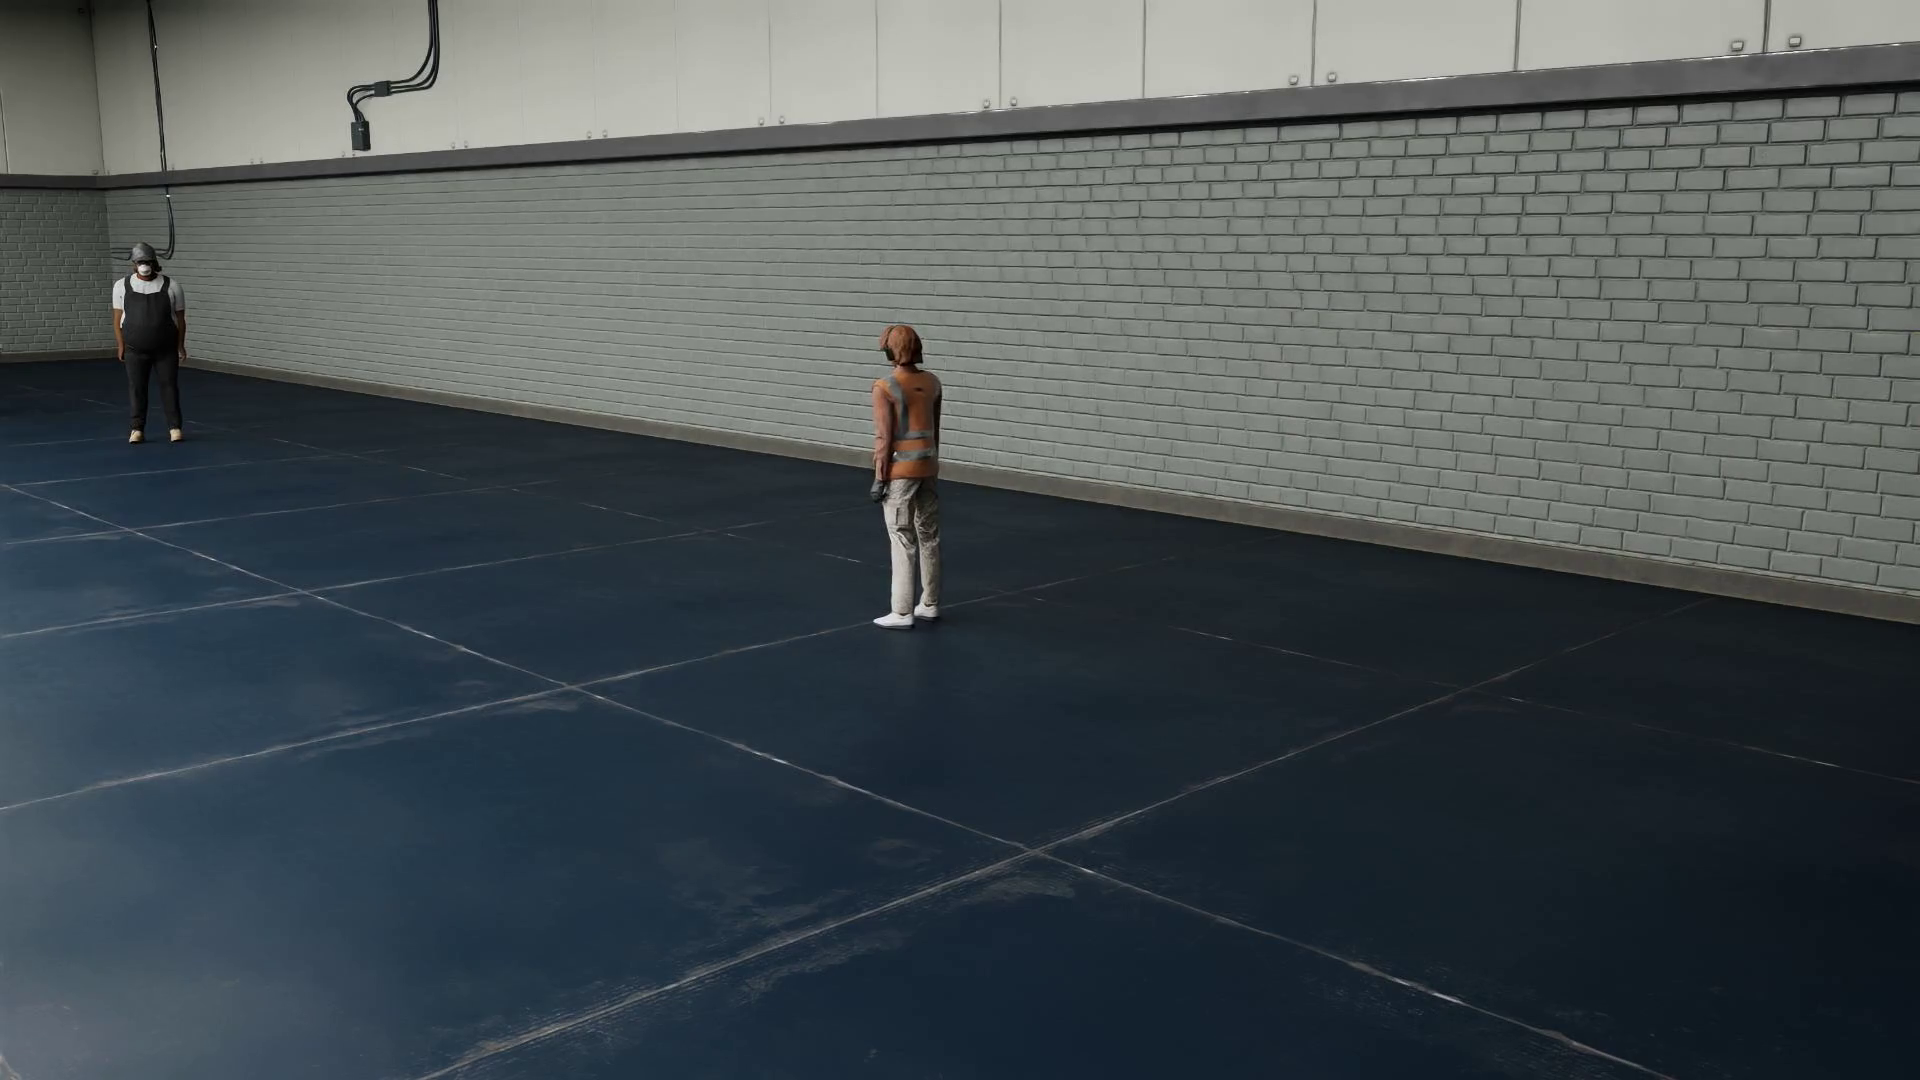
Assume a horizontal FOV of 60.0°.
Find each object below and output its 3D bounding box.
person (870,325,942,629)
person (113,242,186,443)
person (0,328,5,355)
[{"bbox_3d":[-0.286,-0.340,8.978,0.314,1.638,0.515,8,13,39],"label":"person"},{"bbox_3d":[-8.295,-2.002,17.062,0.672,2.000,0.536,-4,11,-22],"label":"person"},{"bbox_3d":[-11.703,-2.314,19.802,0.522,1.619,0.434,-3,11,-16],"label":"person"}]
